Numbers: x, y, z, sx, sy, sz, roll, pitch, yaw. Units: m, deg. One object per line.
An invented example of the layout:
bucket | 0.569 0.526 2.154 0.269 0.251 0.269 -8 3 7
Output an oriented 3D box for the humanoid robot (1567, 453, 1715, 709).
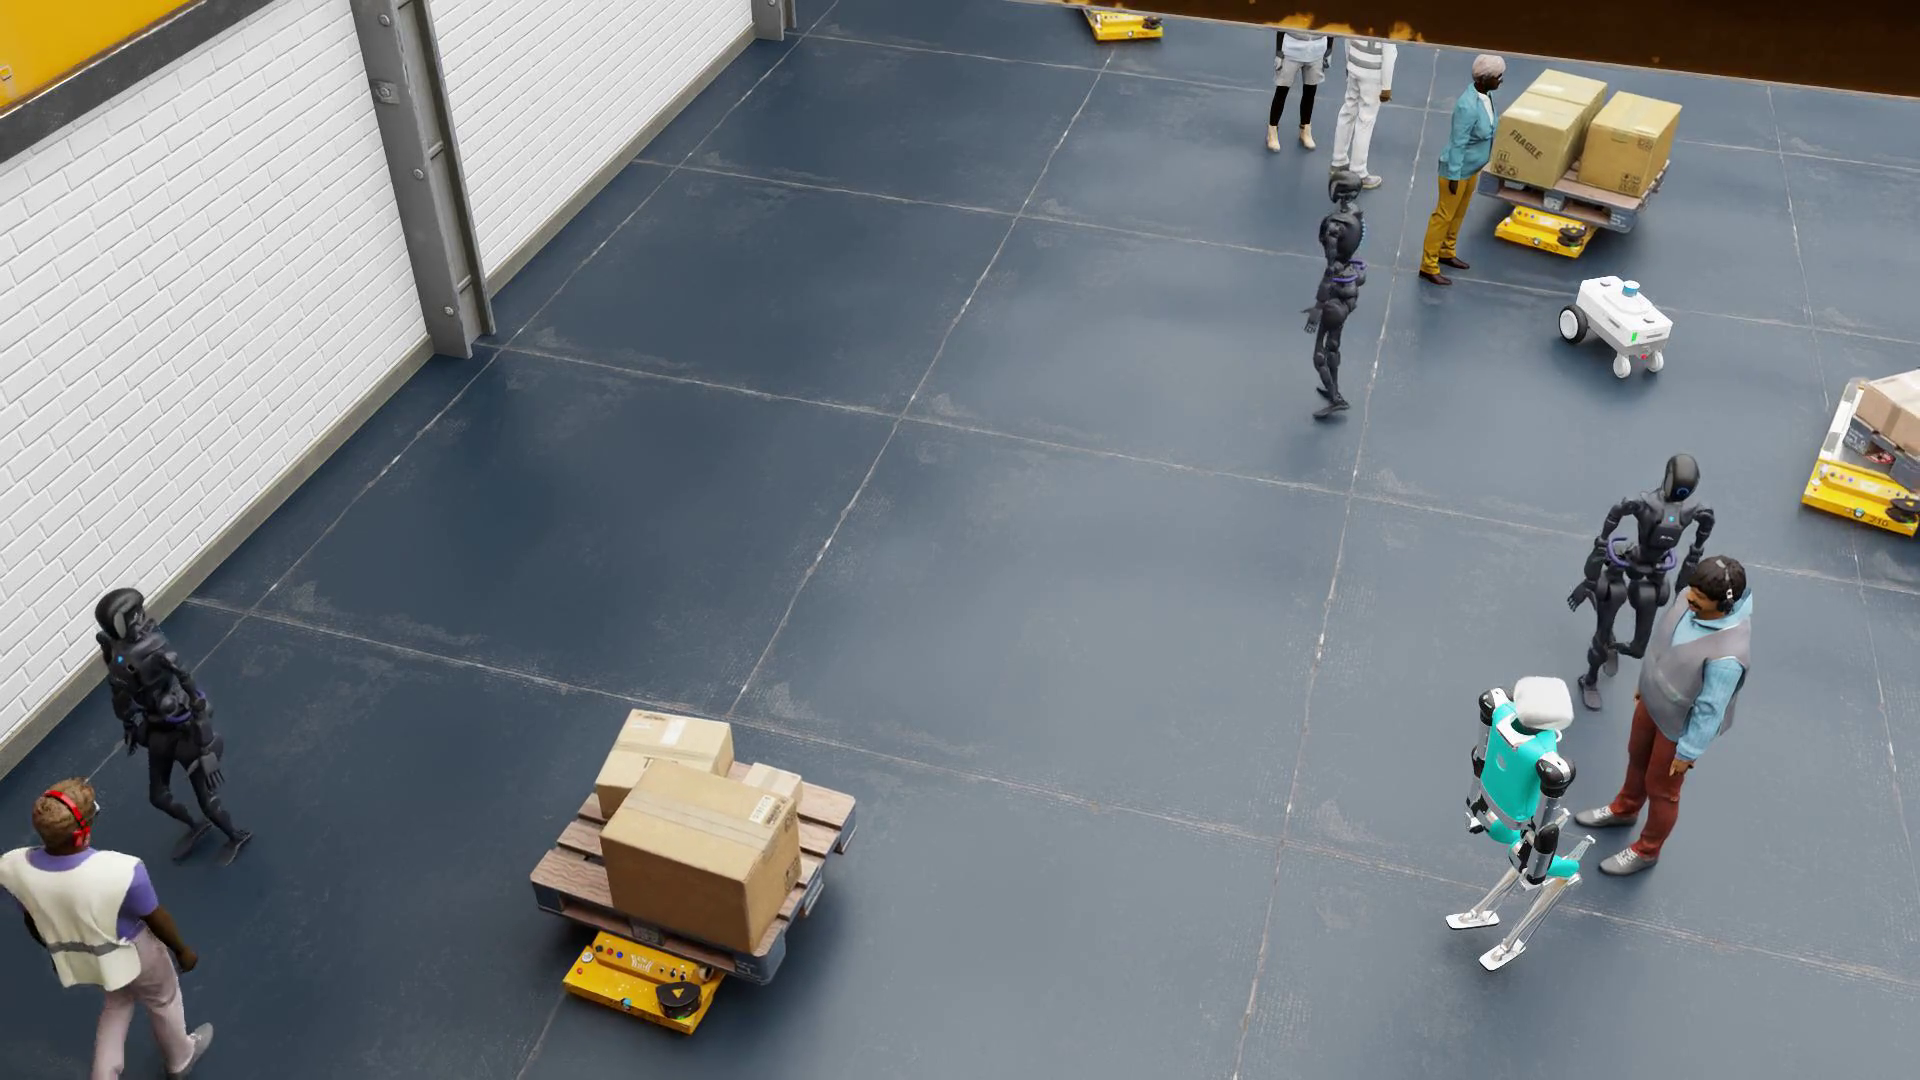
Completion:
humanoid robot | 3.498 0.160 8.685 0.586 1.630 0.475 2 39 3

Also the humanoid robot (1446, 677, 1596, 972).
humanoid robot | 2.539 1.207 7.228 0.735 1.673 0.533 -13 41 -16

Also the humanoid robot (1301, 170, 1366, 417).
humanoid robot | 2.492 -1.610 10.882 0.420 1.636 0.611 17 42 20

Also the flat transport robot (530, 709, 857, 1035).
flat transport robot | -1.239 1.651 7.950 0.659 0.231 1.431 14 41 17

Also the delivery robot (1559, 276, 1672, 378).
delivery robot | 4.641 -1.550 11.702 0.499 0.592 0.774 -11 40 -13

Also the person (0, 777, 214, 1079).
person | -3.403 1.685 6.675 0.577 1.819 0.559 3 39 3

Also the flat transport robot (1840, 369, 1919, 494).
flat transport robot | 6.349 -0.385 10.483 0.659 0.231 1.431 -14 41 -16

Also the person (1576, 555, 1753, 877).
person | 3.333 0.813 7.718 0.414 1.871 0.540 -2 39 -3

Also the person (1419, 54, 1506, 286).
person | 3.701 -2.724 12.216 0.343 1.750 0.527 24 45 27

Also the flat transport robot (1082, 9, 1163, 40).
flat transport robot | 1.552 -5.387 16.704 0.659 0.231 1.431 -5 39 -7

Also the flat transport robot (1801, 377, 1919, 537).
flat transport robot | 5.922 -0.561 10.702 0.659 0.231 1.431 22 44 25

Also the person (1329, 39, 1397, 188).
person | 3.291 -3.769 13.404 0.338 1.882 0.580 -14 41 -17

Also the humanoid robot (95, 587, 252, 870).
humanoid robot | -3.671 0.904 7.757 0.600 1.656 0.343 15 41 18

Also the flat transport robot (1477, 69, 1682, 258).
flat transport robot | 4.879 -2.713 13.379 0.659 0.231 1.431 23 44 26

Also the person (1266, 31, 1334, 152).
person | 2.872 -4.077 13.943 0.532 1.691 0.322 -4 39 -5
